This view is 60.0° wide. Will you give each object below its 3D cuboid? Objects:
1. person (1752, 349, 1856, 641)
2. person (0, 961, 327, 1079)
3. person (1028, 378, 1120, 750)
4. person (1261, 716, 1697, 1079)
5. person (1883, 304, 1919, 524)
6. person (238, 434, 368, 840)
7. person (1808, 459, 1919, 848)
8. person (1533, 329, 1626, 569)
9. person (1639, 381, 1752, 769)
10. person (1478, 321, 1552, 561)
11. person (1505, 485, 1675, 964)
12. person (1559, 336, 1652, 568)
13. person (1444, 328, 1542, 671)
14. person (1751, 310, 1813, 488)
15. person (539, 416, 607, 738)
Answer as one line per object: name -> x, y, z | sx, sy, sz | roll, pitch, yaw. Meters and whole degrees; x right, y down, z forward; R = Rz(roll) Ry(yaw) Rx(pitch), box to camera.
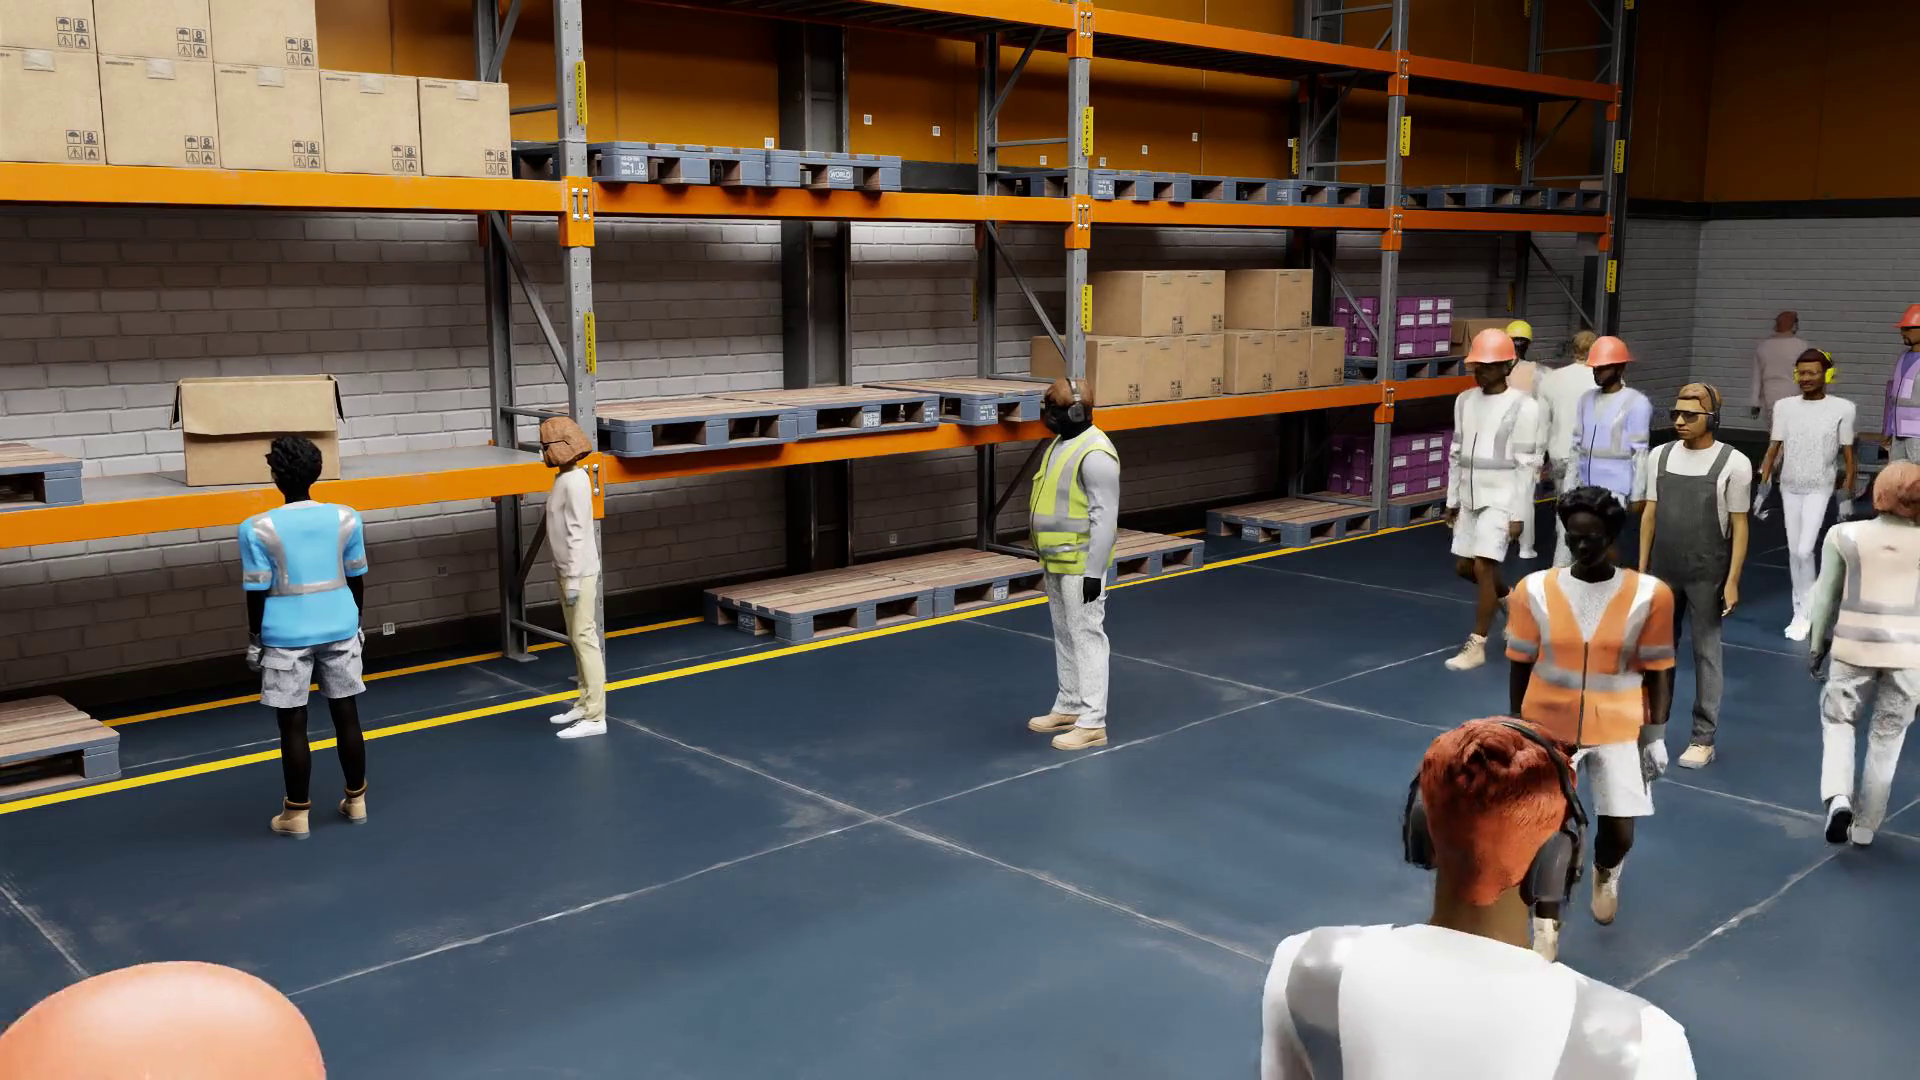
person -> 5.332, -0.287, 10.568 | 0.652, 1.844, 0.536 | -8, 13, -40
person -> -0.675, 1.265, 1.284 | 0.604, 1.917, 0.991 | 2, 10, 9
person -> 0.555, 0.113, 8.265 | 0.429, 1.839, 0.634 | -3, 10, -16
person -> 0.641, 1.147, 2.219 | 0.580, 1.843, 0.960 | 7, 12, 36
person -> 7.716, -0.884, 13.505 | 0.383, 2.045, 0.605 | -1, 10, -4
person -> -2.737, 0.403, 6.982 | 0.533, 1.699, 0.318 | -9, 13, -43
person -> 3.708, 0.486, 6.703 | 0.527, 1.619, 0.477 | 5, 11, 26
person -> 4.583, -0.587, 12.189 | 0.959, 1.896, 0.629 | -9, 14, -44
person -> 3.480, 0.164, 7.947 | 0.332, 1.844, 0.508 | -8, 12, -38
person -> 4.435, -0.792, 13.335 | 0.585, 1.918, 0.379 | 4, 10, 21
person -> 2.130, 0.635, 5.671 | 0.548, 1.680, 0.547 | 5, 11, 25
person -> 4.150, -0.355, 10.762 | 0.400, 1.920, 0.553 | -4, 11, -23
person -> 3.198, -0.245, 9.869 | 0.746, 2.020, 0.611 | -5, 11, -28
person -> 8.656, -1.478, 17.498 | 0.893, 1.867, 0.644 | -6, 11, -30
person -> -1.976, 0.185, 8.471 | 0.272, 1.627, 0.495 | -4, 10, -21
